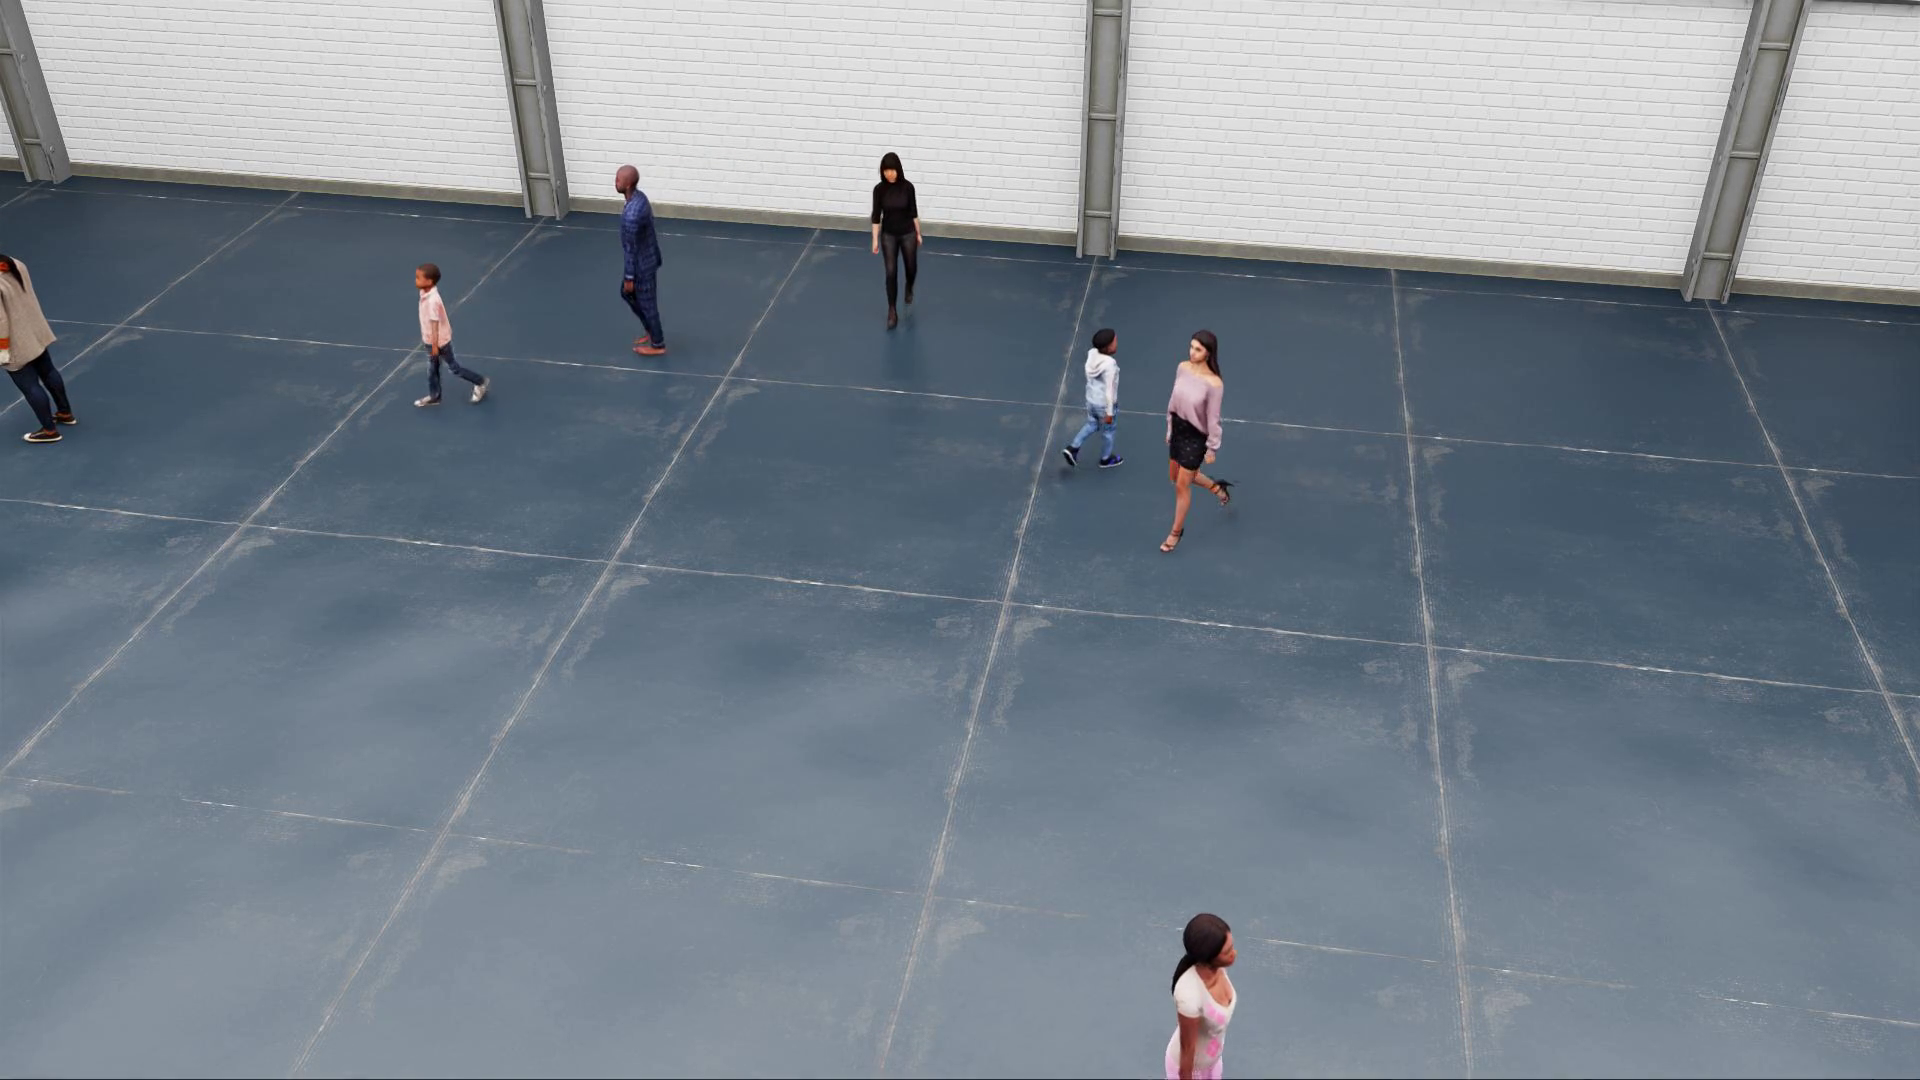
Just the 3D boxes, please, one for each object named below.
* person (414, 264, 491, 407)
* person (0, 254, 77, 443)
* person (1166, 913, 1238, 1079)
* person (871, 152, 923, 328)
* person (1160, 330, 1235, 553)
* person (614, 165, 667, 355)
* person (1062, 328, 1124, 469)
[{"bbox_3d":[-4.393,-1.741,14.215,0.930,1.297,0.827,-17,37,-23],"label":"person"},{"bbox_3d":[-7.714,-1.706,13.627,0.685,1.889,0.706,2,34,3],"label":"person"},{"bbox_3d":[0.990,2.364,7.649,0.877,1.729,0.715,15,36,21],"label":"person"},{"bbox_3d":[-0.587,-2.836,15.571,0.914,1.620,0.783,1,34,1],"label":"person"},{"bbox_3d":[1.760,-0.749,12.271,1.041,1.796,0.985,-22,40,-30],"label":"person"},{"bbox_3d":[-2.776,-2.498,14.891,0.753,1.809,0.766,-3,34,-5],"label":"person"},{"bbox_3d":[1.077,-1.115,13.317,0.818,1.248,0.735,-18,37,-24],"label":"person"}]
